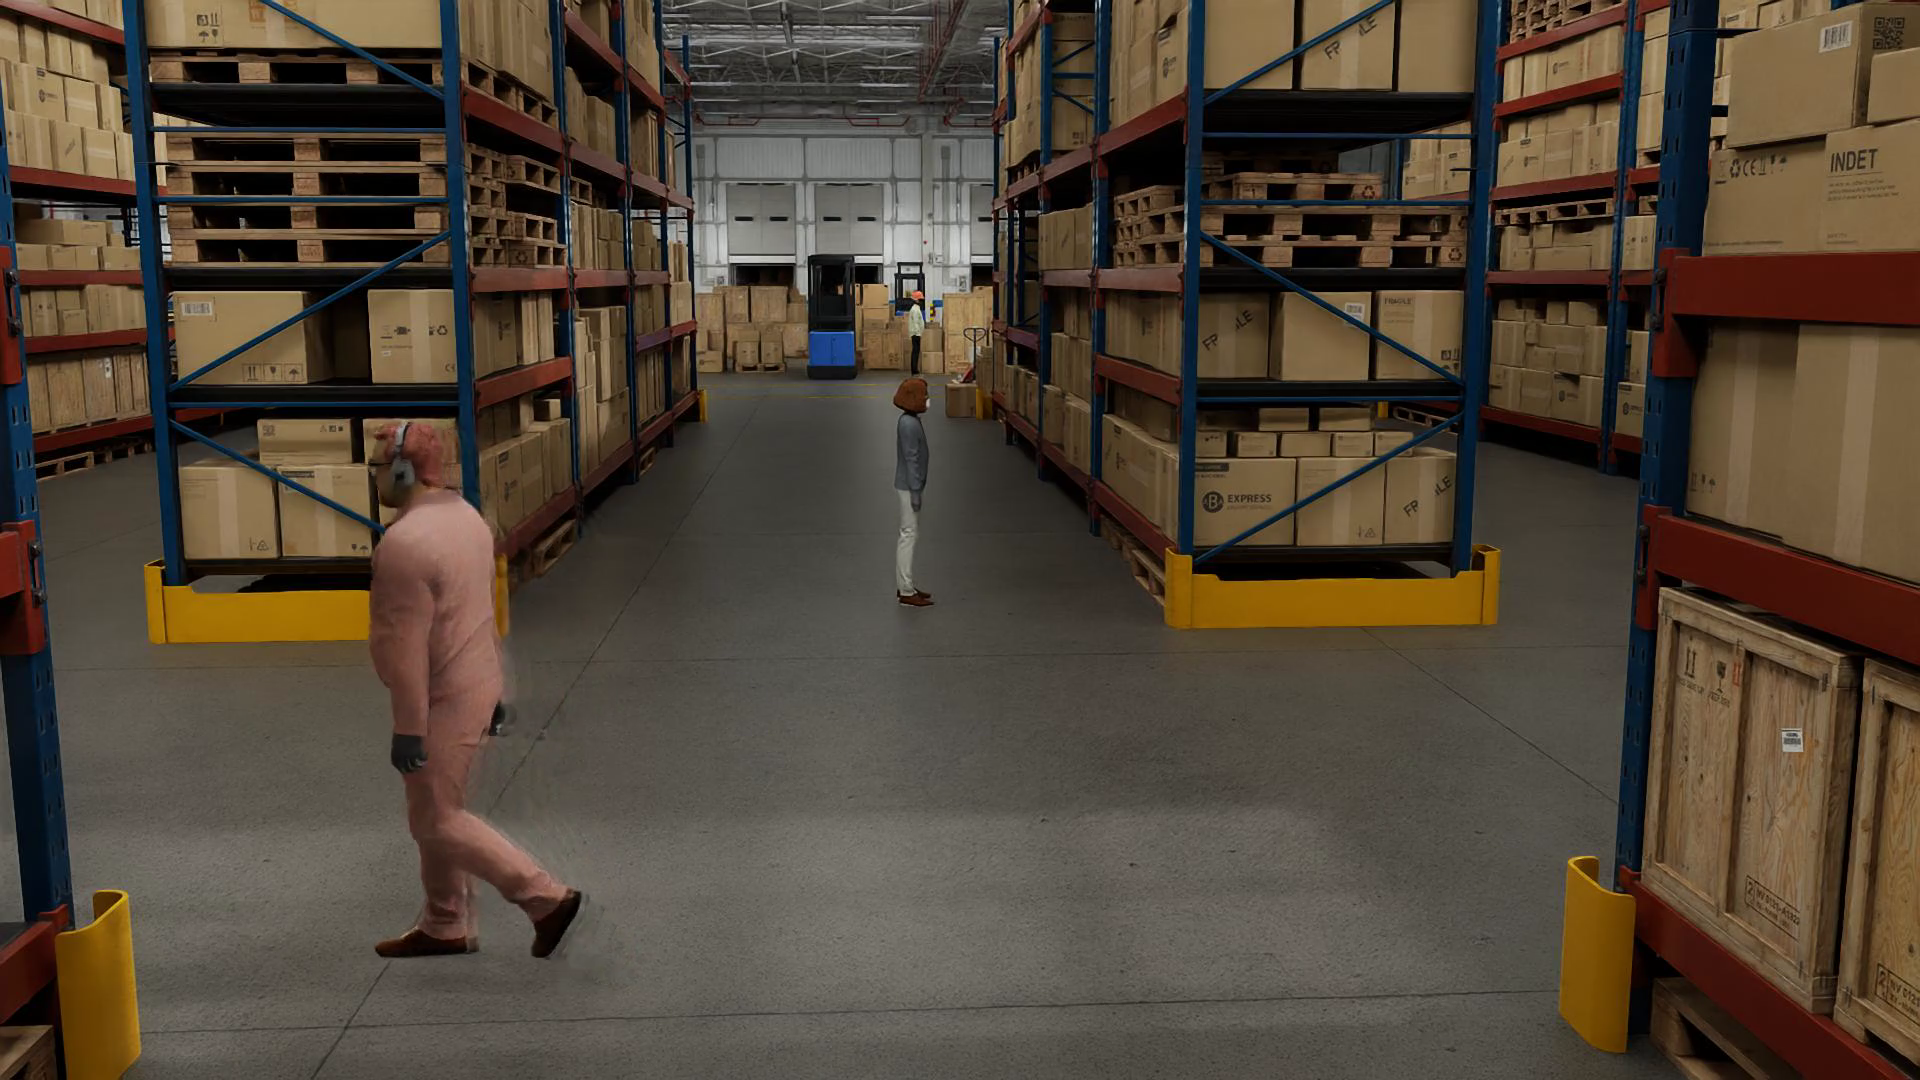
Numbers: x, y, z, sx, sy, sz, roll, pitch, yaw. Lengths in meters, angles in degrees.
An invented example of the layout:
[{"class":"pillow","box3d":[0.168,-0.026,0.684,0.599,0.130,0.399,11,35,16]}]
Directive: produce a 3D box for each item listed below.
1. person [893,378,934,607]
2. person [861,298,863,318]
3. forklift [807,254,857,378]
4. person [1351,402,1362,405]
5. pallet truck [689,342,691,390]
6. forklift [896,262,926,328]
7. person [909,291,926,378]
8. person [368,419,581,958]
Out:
[{"class":"person","box3d":[-0.335,-0.346,11.904,0.279,1.633,0.506,-1,9,-4]},{"class":"person","box3d":[-3.471,-8.567,62.826,0.623,1.853,0.577,-8,12,-40]},{"class":"forklift","box3d":[-2.942,-5.145,38.138,1.129,2.768,1.873,-1,9,-4]},{"class":"person","box3d":[5.577,-2.401,24.102,0.727,1.858,0.531,4,10,23]},{"class":"pallet truck","box3d":[-5.225,-3.008,27.480,1.885,1.965,0.823,2,9,14]},{"class":"forklift","box3d":[-1.780,-8.547,59.499,1.129,2.768,1.873,-1,9,-4]},{"class":"person","box3d":[-0.980,-4.699,38.108,0.381,1.994,0.621,-1,9,-4]},{"class":"person","box3d":[-1.651,0.533,5.585,0.690,1.890,0.663,0,9,0]}]
